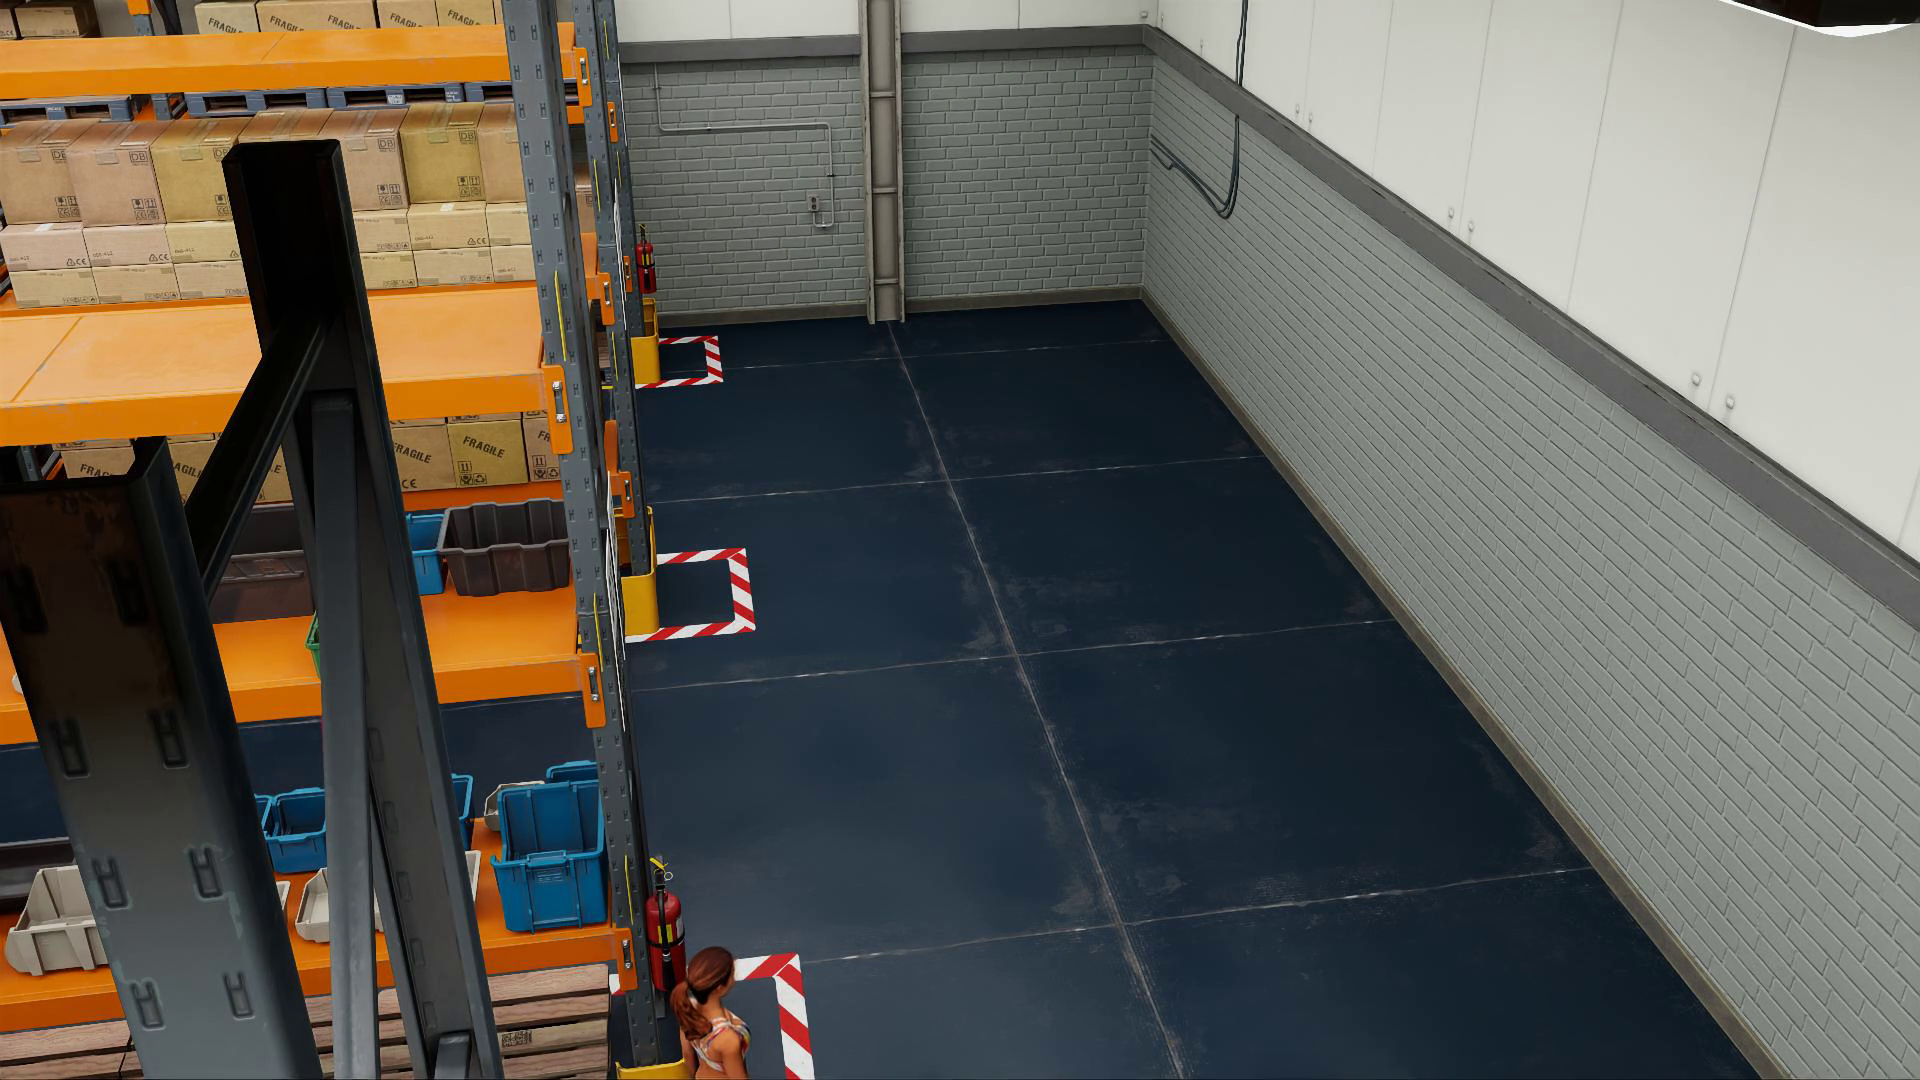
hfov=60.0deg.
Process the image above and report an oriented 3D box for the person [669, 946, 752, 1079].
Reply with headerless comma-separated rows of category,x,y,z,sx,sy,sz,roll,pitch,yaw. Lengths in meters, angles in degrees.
person,-1.048,2.511,7.275,0.718,1.790,0.675,-25,37,-38
